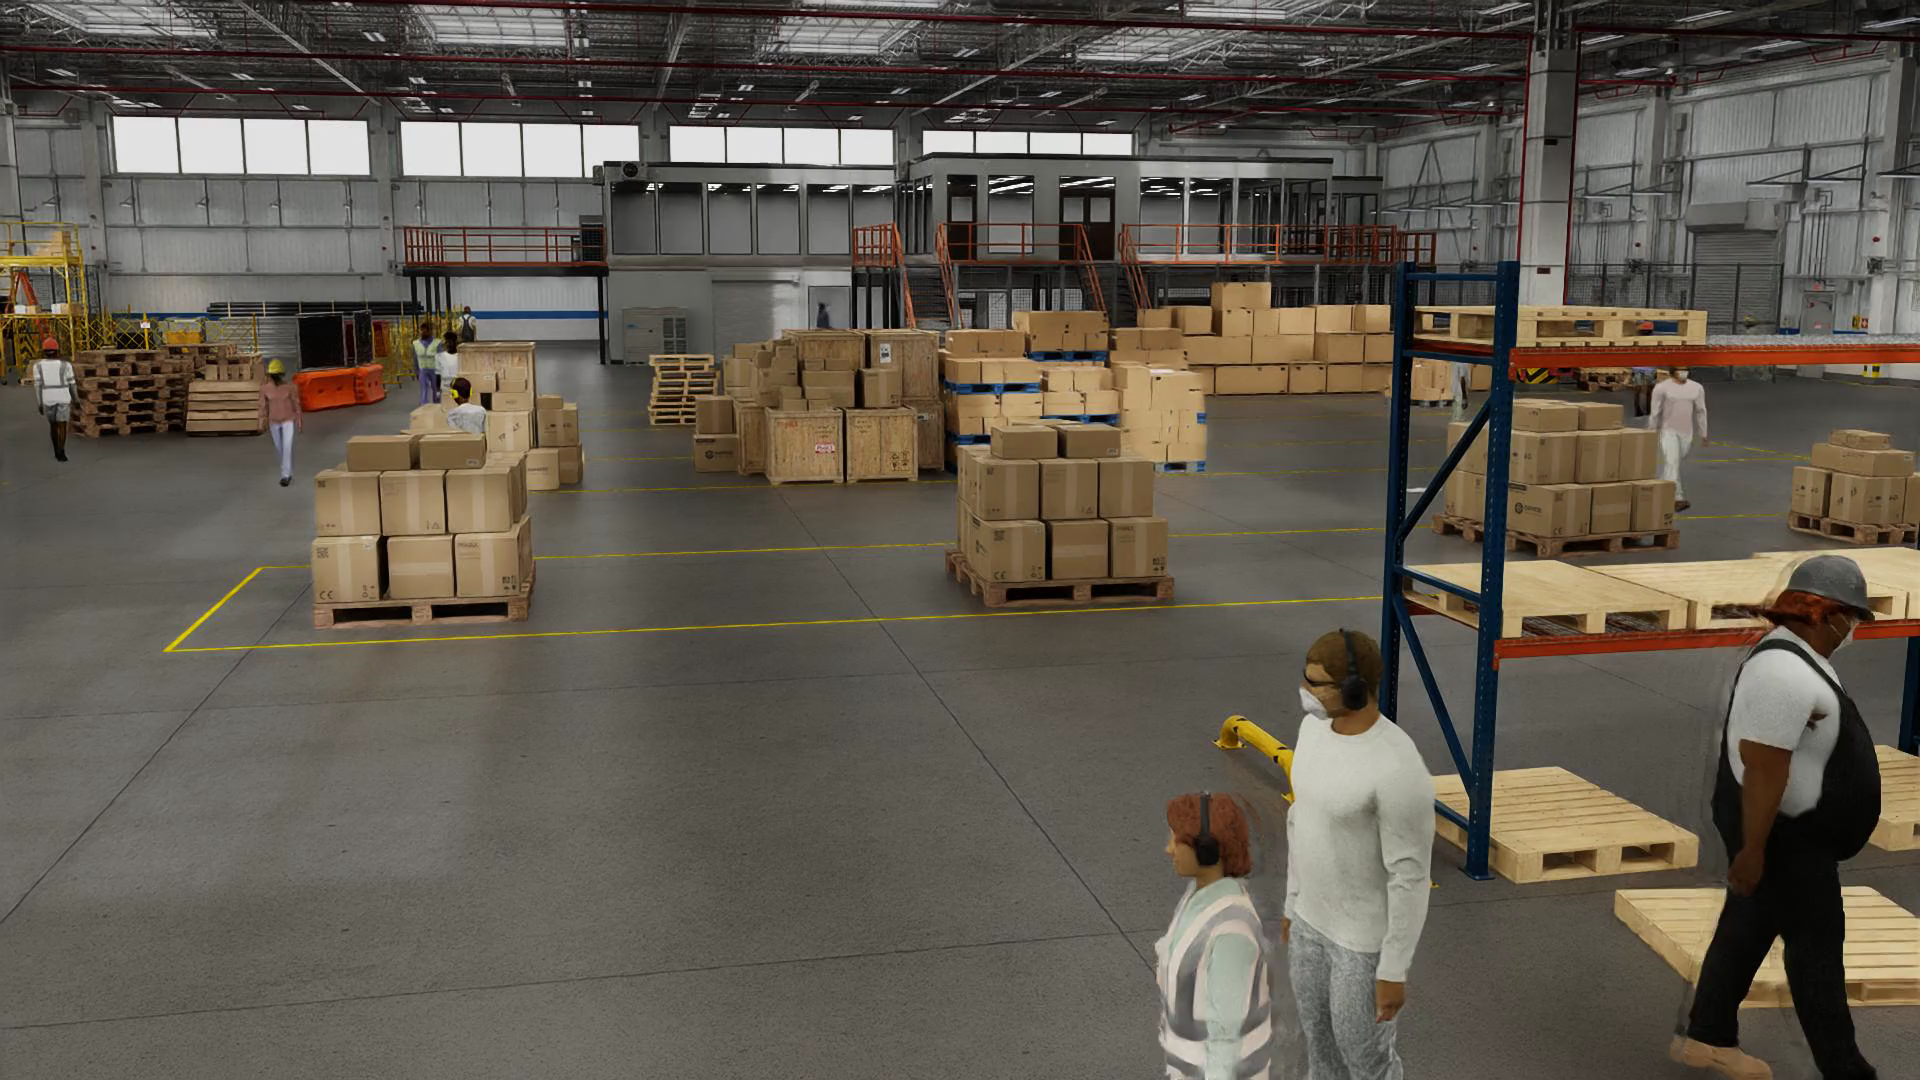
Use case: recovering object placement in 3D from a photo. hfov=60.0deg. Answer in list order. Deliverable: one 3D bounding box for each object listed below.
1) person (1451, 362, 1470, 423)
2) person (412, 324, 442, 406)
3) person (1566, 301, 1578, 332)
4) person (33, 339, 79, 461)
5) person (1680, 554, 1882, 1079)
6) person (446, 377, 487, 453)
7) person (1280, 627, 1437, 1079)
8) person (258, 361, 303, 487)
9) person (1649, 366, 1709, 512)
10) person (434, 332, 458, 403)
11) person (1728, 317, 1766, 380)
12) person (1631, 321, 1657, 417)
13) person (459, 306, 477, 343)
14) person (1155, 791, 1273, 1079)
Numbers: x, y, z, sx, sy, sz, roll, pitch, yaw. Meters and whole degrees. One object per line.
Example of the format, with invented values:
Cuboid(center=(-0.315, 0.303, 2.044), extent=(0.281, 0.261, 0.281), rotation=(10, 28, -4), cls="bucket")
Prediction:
Cuboid(center=(8.048, -2.294, 26.700), extent=(0.328, 1.865, 0.520), rotation=(0, 9, 1), cls="person")
Cuboid(center=(-10.770, -3.446, 33.719), extent=(0.600, 1.875, 0.991), rotation=(-1, 9, -8), cls="person")
Cuboid(center=(19.673, -6.777, 53.907), extent=(0.610, 1.912, 0.957), rotation=(-2, 10, -13), cls="person")
Cuboid(center=(-14.079, -2.182, 25.917), extent=(0.551, 1.914, 0.769), rotation=(-2, 10, -13), cls="person")
Cuboid(center=(3.086, 1.018, 5.973), extent=(0.871, 2.000, 0.760), rotation=(4, 10, 25), cls="person")
Cuboid(center=(-5.176, -0.775, 17.442), extent=(0.327, 1.865, 0.520), rotation=(6, 11, 34), cls="person")
Cuboid(center=(1.186, 1.212, 5.110), extent=(0.375, 1.936, 0.627), rotation=(-3, 10, -19), cls="person")
Cuboid(center=(-9.397, -1.610, 22.986), extent=(0.549, 1.715, 0.925), rotation=(-1, 9, -6), cls="person")
Cuboid(center=(8.893, -1.302, 20.584), extent=(0.649, 1.886, 1.016), rotation=(0, 9, -3), cls="person")
Cuboid(center=(-8.424, -2.472, 27.562), extent=(0.638, 1.927, 0.912), rotation=(0, 9, -2), cls="person")
Cuboid(center=(20.980, -5.065, 44.151), extent=(0.990, 1.681, 0.499), rotation=(8, 12, 41), cls="person")
Cuboid(center=(13.879, -3.456, 33.627), extent=(0.578, 1.908, 0.808), rotation=(8, 12, 41), cls="person")
Cuboid(center=(-14.817, -6.120, 50.098), extent=(0.506, 1.838, 0.351), rotation=(0, 9, 0), cls="person")
Cuboid(center=(0.769, 1.472, 4.522), extent=(0.670, 1.614, 0.521), rotation=(-1, 9, -3), cls="person")
